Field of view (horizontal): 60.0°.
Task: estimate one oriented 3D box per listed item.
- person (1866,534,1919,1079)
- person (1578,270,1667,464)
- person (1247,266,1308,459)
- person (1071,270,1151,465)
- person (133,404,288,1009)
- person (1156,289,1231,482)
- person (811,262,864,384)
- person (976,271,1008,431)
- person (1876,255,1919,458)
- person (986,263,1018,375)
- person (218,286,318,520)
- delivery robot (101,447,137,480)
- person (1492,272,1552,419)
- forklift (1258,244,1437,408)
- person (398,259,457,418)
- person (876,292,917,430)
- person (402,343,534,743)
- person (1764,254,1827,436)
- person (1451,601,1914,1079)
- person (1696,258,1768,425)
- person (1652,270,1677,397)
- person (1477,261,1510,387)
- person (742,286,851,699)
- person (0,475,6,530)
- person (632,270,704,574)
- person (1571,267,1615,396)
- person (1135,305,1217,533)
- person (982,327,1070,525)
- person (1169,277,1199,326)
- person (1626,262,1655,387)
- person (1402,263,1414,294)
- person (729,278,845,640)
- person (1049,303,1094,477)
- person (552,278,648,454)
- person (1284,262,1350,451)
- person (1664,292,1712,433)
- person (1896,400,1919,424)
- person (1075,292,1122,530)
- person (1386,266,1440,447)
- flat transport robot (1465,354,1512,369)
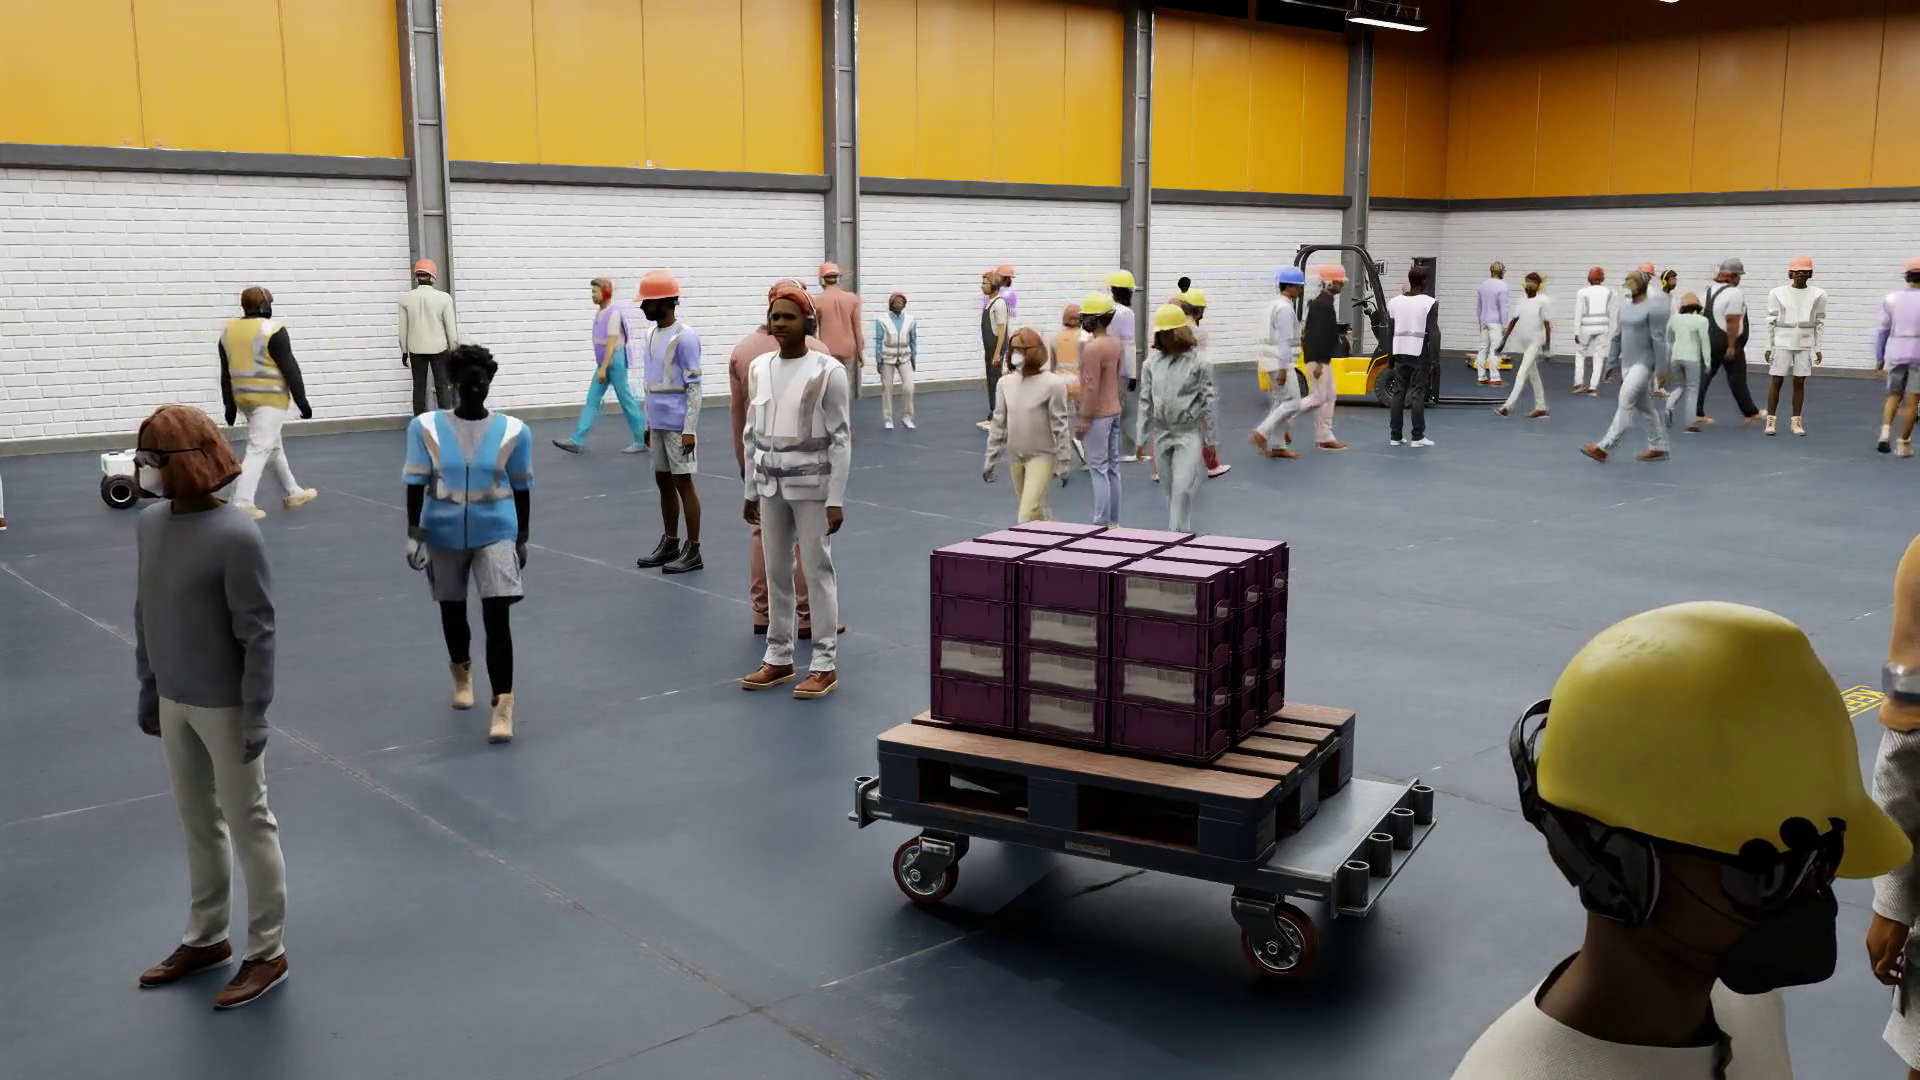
[{"bbox_3d":[1.806,0.600,2.754,0.542,1.930,0.366,3,10,19],"label":"person"},{"bbox_3d":[6.542,-1.682,16.247,1.043,1.878,0.662,-2,10,-10],"label":"person"},{"bbox_3d":[3.171,-1.733,16.438,0.496,1.928,0.612,0,10,2],"label":"person"},{"bbox_3d":[1.477,-1.670,16.155,0.869,1.898,0.598,-4,10,-22],"label":"person"},{"bbox_3d":[-2.049,0.447,4.510,0.498,1.634,0.283,6,11,31],"label":"person"},{"bbox_3d":[2.098,-1.389,15.010,0.877,1.724,0.530,-8,13,-40],"label":"person"},{"bbox_3d":[-1.427,-2.091,18.468,0.628,1.937,1.011,-4,11,-24],"label":"person"},{"bbox_3d":[0.383,-2.191,19.340,0.336,1.845,0.514,-2,10,-12],"label":"person"},{"bbox_3d":[9.535,-1.825,16.650,0.418,2.025,0.624,-8,13,-39],"label":"person"},{"bbox_3d":[0.592,-2.772,22.525,0.551,1.924,0.404,9,13,41],"label":"person"},{"bbox_3d":[-5.407,-1.072,12.969,0.629,1.793,0.978,5,11,26],"label":"person"},{"bbox_3d":[-6.606,-0.608,13.571,0.707,0.478,0.477,-5,11,-27],"label":"delivery robot"},{"bbox_3d":[6.950,-2.388,20.560,0.944,1.813,0.576,-3,10,-18],"label":"person"},{"bbox_3d":[5.256,-2.933,22.661,2.313,2.155,1.214,3,10,16],"label":"forklift"},{"bbox_3d":[-5.872,-2.104,18.397,0.623,1.989,0.400,-1,10,-6],"label":"person"},{"bbox_3d":[-0.743,-2.071,19.333,0.517,1.598,0.604,-3,10,-16],"label":"person"},{"bbox_3d":[-2.101,-0.021,7.160,0.532,1.664,0.826,-2,10,-11],"label":"person"},{"bbox_3d":[9.394,-2.187,18.732,0.605,2.045,0.383,3,10,16],"label":"person"},{"bbox_3d":[0.550,0.916,1.381,0.310,1.768,0.533,9,13,42],"label":"person"},{"bbox_3d":[9.194,-2.371,19.819,0.976,2.000,0.709,-2,10,-11],"label":"person"},{"bbox_3d":[10.031,-2.971,24.013,0.684,1.829,0.521,8,12,39],"label":"person"},{"bbox_3d":[8.266,-3.339,25.788,0.379,1.940,0.629,-4,10,-22],"label":"person"},{"bbox_3d":[-0.770,-0.216,7.661,0.583,1.884,0.350,6,12,33],"label":"person"},{"bbox_3d":[-7.188,-0.959,12.053,0.329,1.872,0.509,-2,10,-13],"label":"person"},{"bbox_3d":[-1.877,-0.750,10.641,0.368,1.932,0.551,-8,13,-41],"label":"person"},{"bbox_3d":[9.202,-3.038,24.239,0.570,1.863,0.640,1,10,5],"label":"person"},{"bbox_3d":[1.321,-0.620,10.522,0.498,1.706,0.784,6,12,33],"label":"person"},{"bbox_3d":[0.341,-0.434,9.745,0.518,1.596,0.779,9,13,42],"label":"person"},{"bbox_3d":[3.620,-3.404,26.906,0.535,1.695,0.319,4,10,20],"label":"person"},{"bbox_3d":[10.555,-3.328,25.750,0.366,1.931,0.542,-4,10,-22],"label":"person"},{"bbox_3d":[7.962,-3.911,29.229,0.652,1.906,0.408,-6,11,-30],"label":"person"},{"bbox_3d":[-0.895,-0.428,8.841,0.653,1.904,0.405,6,11,30],"label":"person"},{"bbox_3d":[1.026,-1.386,15.381,0.523,1.591,0.895,6,12,32],"label":"person"},{"bbox_3d":[-3.634,-1.745,16.879,0.999,1.791,0.574,-7,12,-34],"label":"person"},{"bbox_3d":[3.647,-1.889,17.227,0.730,1.964,0.665,3,10,15],"label":"person"},{"bbox_3d":[8.307,-2.032,19.067,0.454,1.617,0.571,-6,11,-32],"label":"person"},{"bbox_3d":[11.743,-2.313,19.889,0.955,1.897,0.660,8,12,38],"label":"person"},{"bbox_3d":[0.973,-0.873,11.874,0.331,1.766,0.539,5,11,26],"label":"person"},{"bbox_3d":[4.812,-1.950,17.721,0.369,1.915,0.597,-9,13,-43],"label":"person"},{"bbox_3d":[9.560,-3.244,30.103,0.652,0.197,1.431,2,10,10],"label":"flat transport robot"}]
